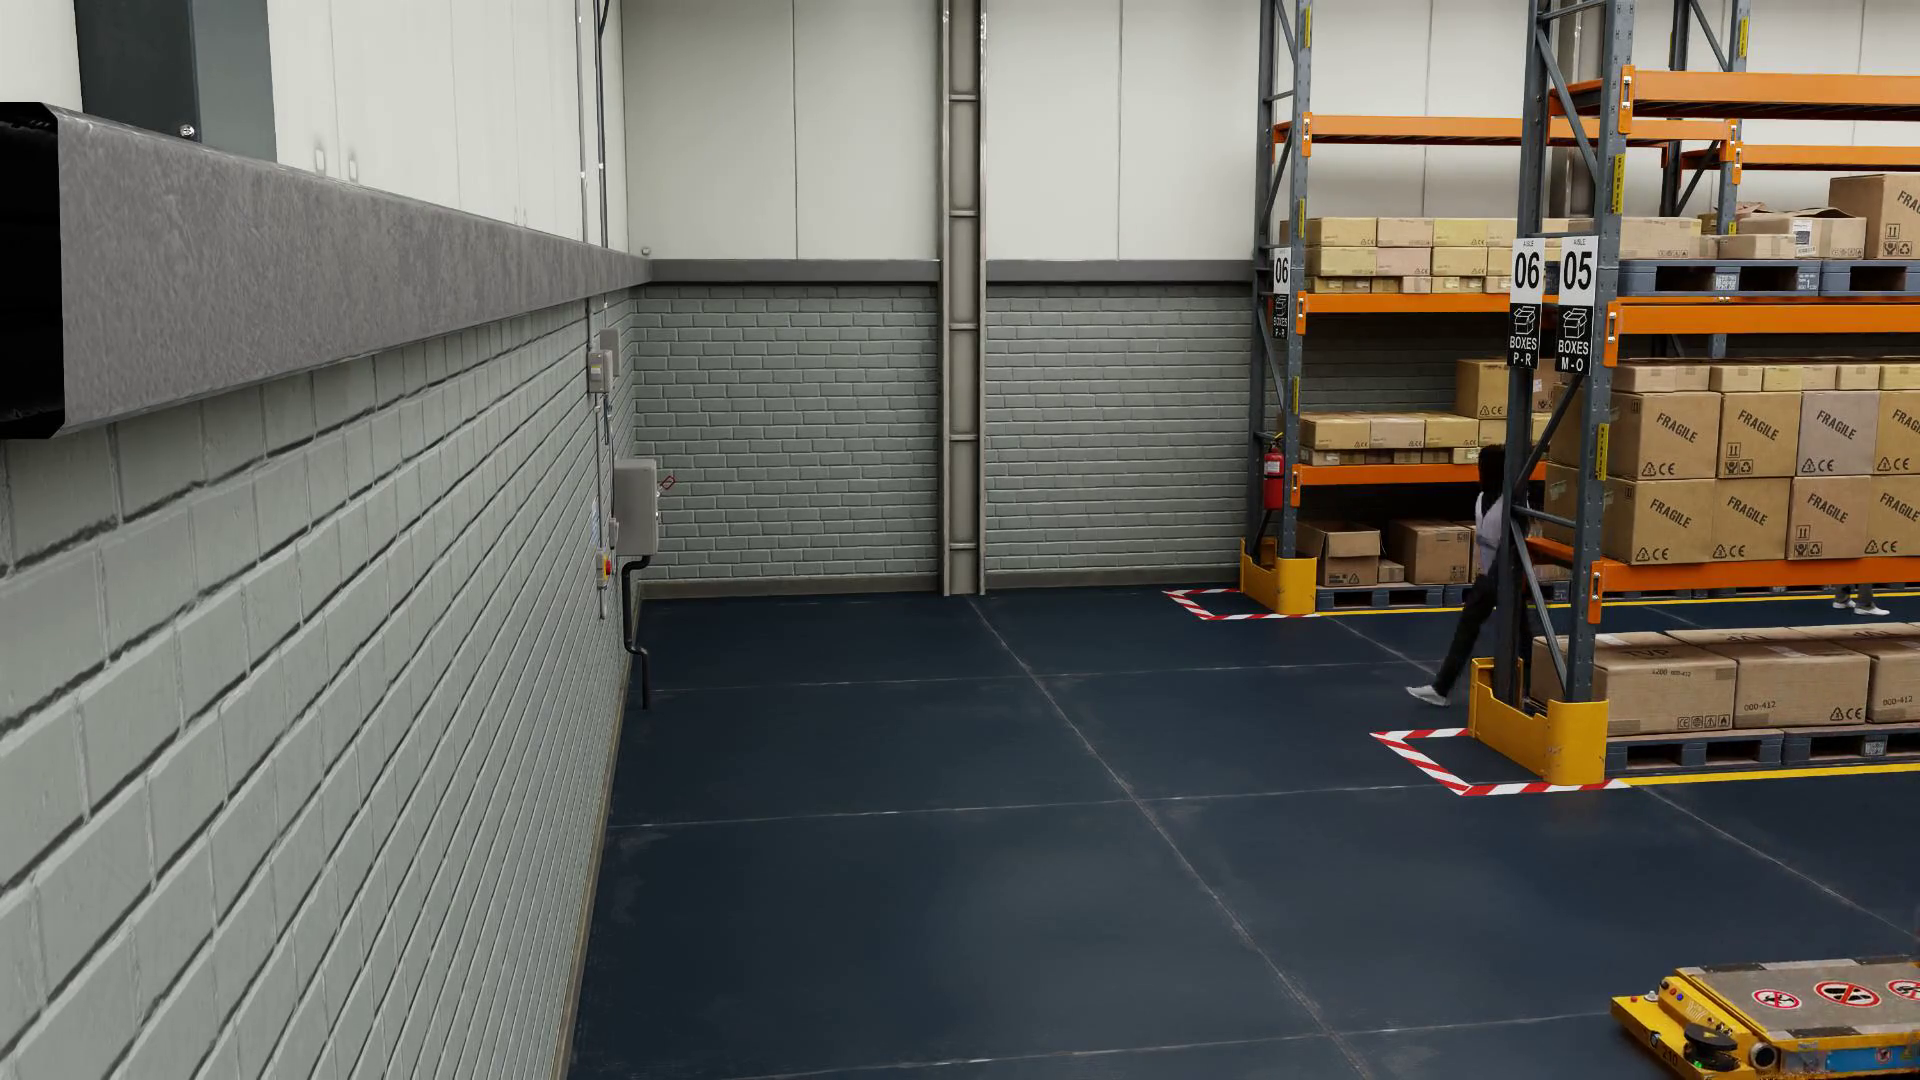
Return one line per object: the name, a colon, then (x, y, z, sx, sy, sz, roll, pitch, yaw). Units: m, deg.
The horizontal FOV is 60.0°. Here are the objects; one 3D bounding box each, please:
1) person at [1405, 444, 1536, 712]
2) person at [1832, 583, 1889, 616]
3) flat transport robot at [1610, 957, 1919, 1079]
person: (3.619, 0.276, 11.359, 0.965, 1.858, 0.589, -2, 9, -12)
person: (8.049, -0.289, 14.667, 0.399, 1.918, 0.580, -2, 9, -12)
flat transport robot: (3.369, 1.861, 6.460, 1.431, 0.197, 0.652, -1, 9, -7)
